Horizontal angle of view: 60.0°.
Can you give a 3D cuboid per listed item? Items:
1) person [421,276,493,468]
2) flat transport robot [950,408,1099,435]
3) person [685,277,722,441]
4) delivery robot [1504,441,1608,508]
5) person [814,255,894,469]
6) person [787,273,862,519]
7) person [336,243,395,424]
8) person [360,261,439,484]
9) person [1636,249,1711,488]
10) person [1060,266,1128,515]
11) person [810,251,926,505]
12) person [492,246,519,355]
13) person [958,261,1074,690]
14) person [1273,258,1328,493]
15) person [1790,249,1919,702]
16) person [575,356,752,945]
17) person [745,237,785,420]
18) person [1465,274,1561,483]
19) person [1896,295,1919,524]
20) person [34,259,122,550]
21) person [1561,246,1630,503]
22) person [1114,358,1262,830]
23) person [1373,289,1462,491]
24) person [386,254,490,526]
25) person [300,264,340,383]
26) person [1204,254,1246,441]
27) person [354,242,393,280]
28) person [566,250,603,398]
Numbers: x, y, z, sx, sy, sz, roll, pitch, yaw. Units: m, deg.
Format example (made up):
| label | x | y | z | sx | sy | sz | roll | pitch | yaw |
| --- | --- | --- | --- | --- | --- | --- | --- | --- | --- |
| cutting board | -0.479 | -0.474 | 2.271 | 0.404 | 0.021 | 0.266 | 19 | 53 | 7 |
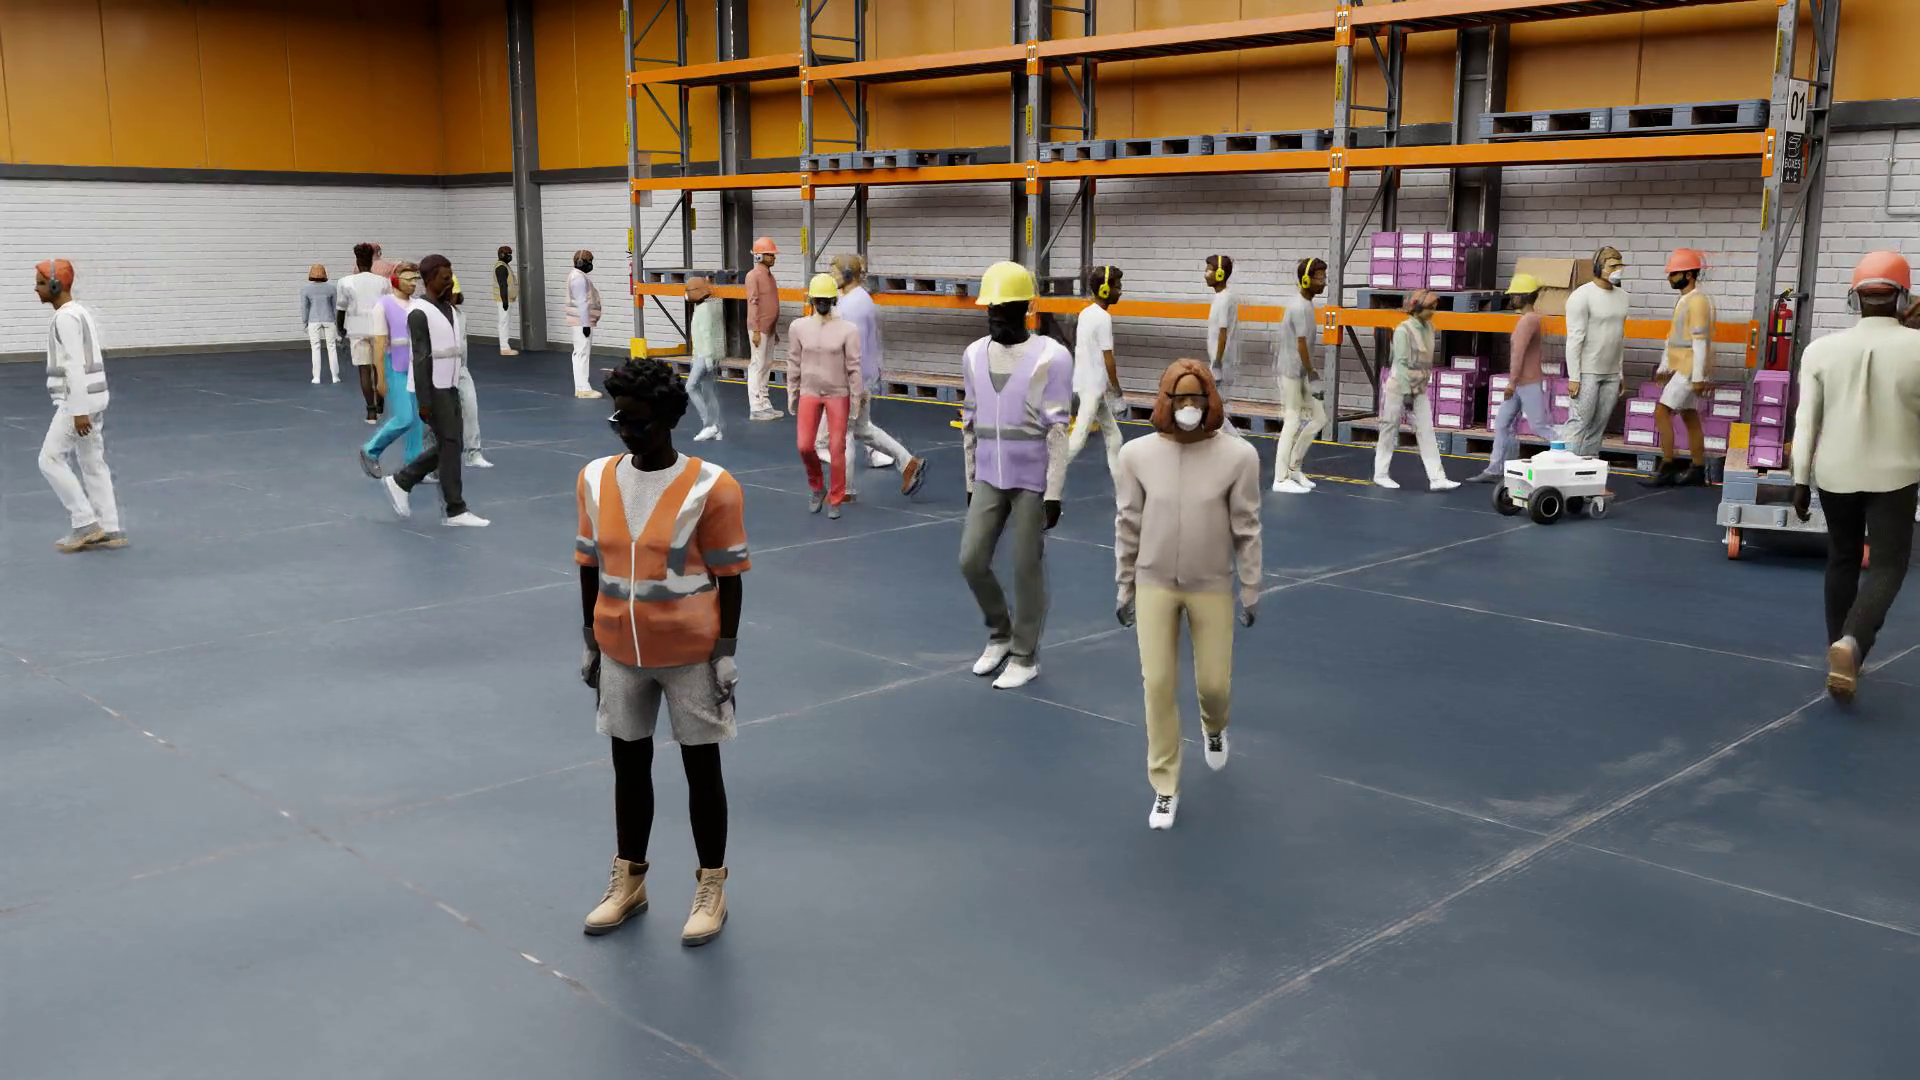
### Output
| label | x | y | z | sx | sy | sz | roll | pitch | yaw |
| --- | --- | --- | --- | --- | --- | --- | --- | --- | --- |
| person | -4.530 | -1.483 | 14.568 | 0.837 | 1.704 | 0.475 | 7 | 12 | 33 |
| flat transport robot | 0.657 | -1.239 | 17.127 | 1.431 | 0.197 | 0.652 | 8 | 13 | 38 |
| person | -2.536 | -1.764 | 16.307 | 0.419 | 1.613 | 0.537 | -2 | 11 | -10 |
| delivery robot | 4.259 | -0.465 | 11.881 | 0.707 | 0.478 | 0.477 | -3 | 11 | -18 |
| person | -0.928 | -1.552 | 14.538 | 1.016 | 1.842 | 0.661 | 5 | 11 | 25 |
| person | -0.964 | -1.014 | 11.839 | 0.556 | 1.747 | 0.407 | 1 | 10 | 7 |
| person | -6.493 | -2.255 | 18.158 | 0.610 | 1.927 | 0.934 | -6 | 12 | -30 |
| person | -4.563 | -1.349 | 13.516 | 0.529 | 1.825 | 0.565 | 4 | 11 | 21 |
| person | 5.729 | -1.361 | 13.333 | 0.704 | 1.912 | 0.574 | 3 | 11 | 16 |
| person | 0.941 | -1.064 | 12.015 | 1.002 | 1.821 | 0.499 | -1 | 10 | -6 |
| person | -0.699 | -1.202 | 12.477 | 0.789 | 1.913 | 0.652 | 0 | 10 | -1 |
| person | -7.708 | -4.061 | 28.240 | 0.430 | 1.841 | 0.624 | -3 | 11 | -14 |
| person | 0.229 | -0.274 | 7.411 | 0.585 | 1.913 | 0.416 | 7 | 12 | 32 |
| person | 2.685 | -1.272 | 13.021 | 0.489 | 1.843 | 0.533 | 5 | 11 | 25 |
| person | 3.957 | -0.281 | 7.280 | 0.615 | 1.965 | 0.844 | 10 | 14 | 42 |
| person | -0.856 | 0.319 | 4.760 | 0.536 | 1.690 | 0.325 | 3 | 11 | 17 |
| person | -2.157 | -2.326 | 18.348 | 0.380 | 1.996 | 0.608 | 3 | 11 | 15 |
| person | 4.614 | -1.275 | 13.363 | 0.892 | 1.725 | 0.517 | 3 | 11 | 16 |
| person | 6.595 | -0.898 | 11.625 | 0.508 | 1.604 | 0.710 | -3 | 11 | -15 |
| person | -5.710 | -0.854 | 10.666 | 0.531 | 1.864 | 0.614 | -4 | 11 | -19 |
| person | 4.841 | -1.253 | 12.656 | 0.629 | 1.939 | 0.374 | -6 | 12 | -31 |
| person | 0.798 | 0.159 | 5.828 | 0.507 | 1.615 | 0.582 | 2 | 11 | 12 |
| person | 3.599 | -1.164 | 13.078 | 0.523 | 1.589 | 0.819 | -8 | 13 | -38 |
| person | -3.678 | -1.030 | 11.557 | 0.713 | 1.900 | 0.595 | 1 | 10 | 6 |
| person | -8.757 | -2.961 | 22.804 | 0.503 | 1.633 | 0.280 | -5 | 12 | -26 |
| person | 2.221 | -1.520 | 14.323 | 0.412 | 1.860 | 0.544 | 2 | 11 | 8 |
| person | -9.314 | -3.795 | 26.598 | 0.639 | 1.910 | 0.406 | -1 | 10 | -6 |
| person | -4.698 | -2.695 | 20.802 | 0.430 | 1.839 | 0.619 | -3 | 11 | -18 |
